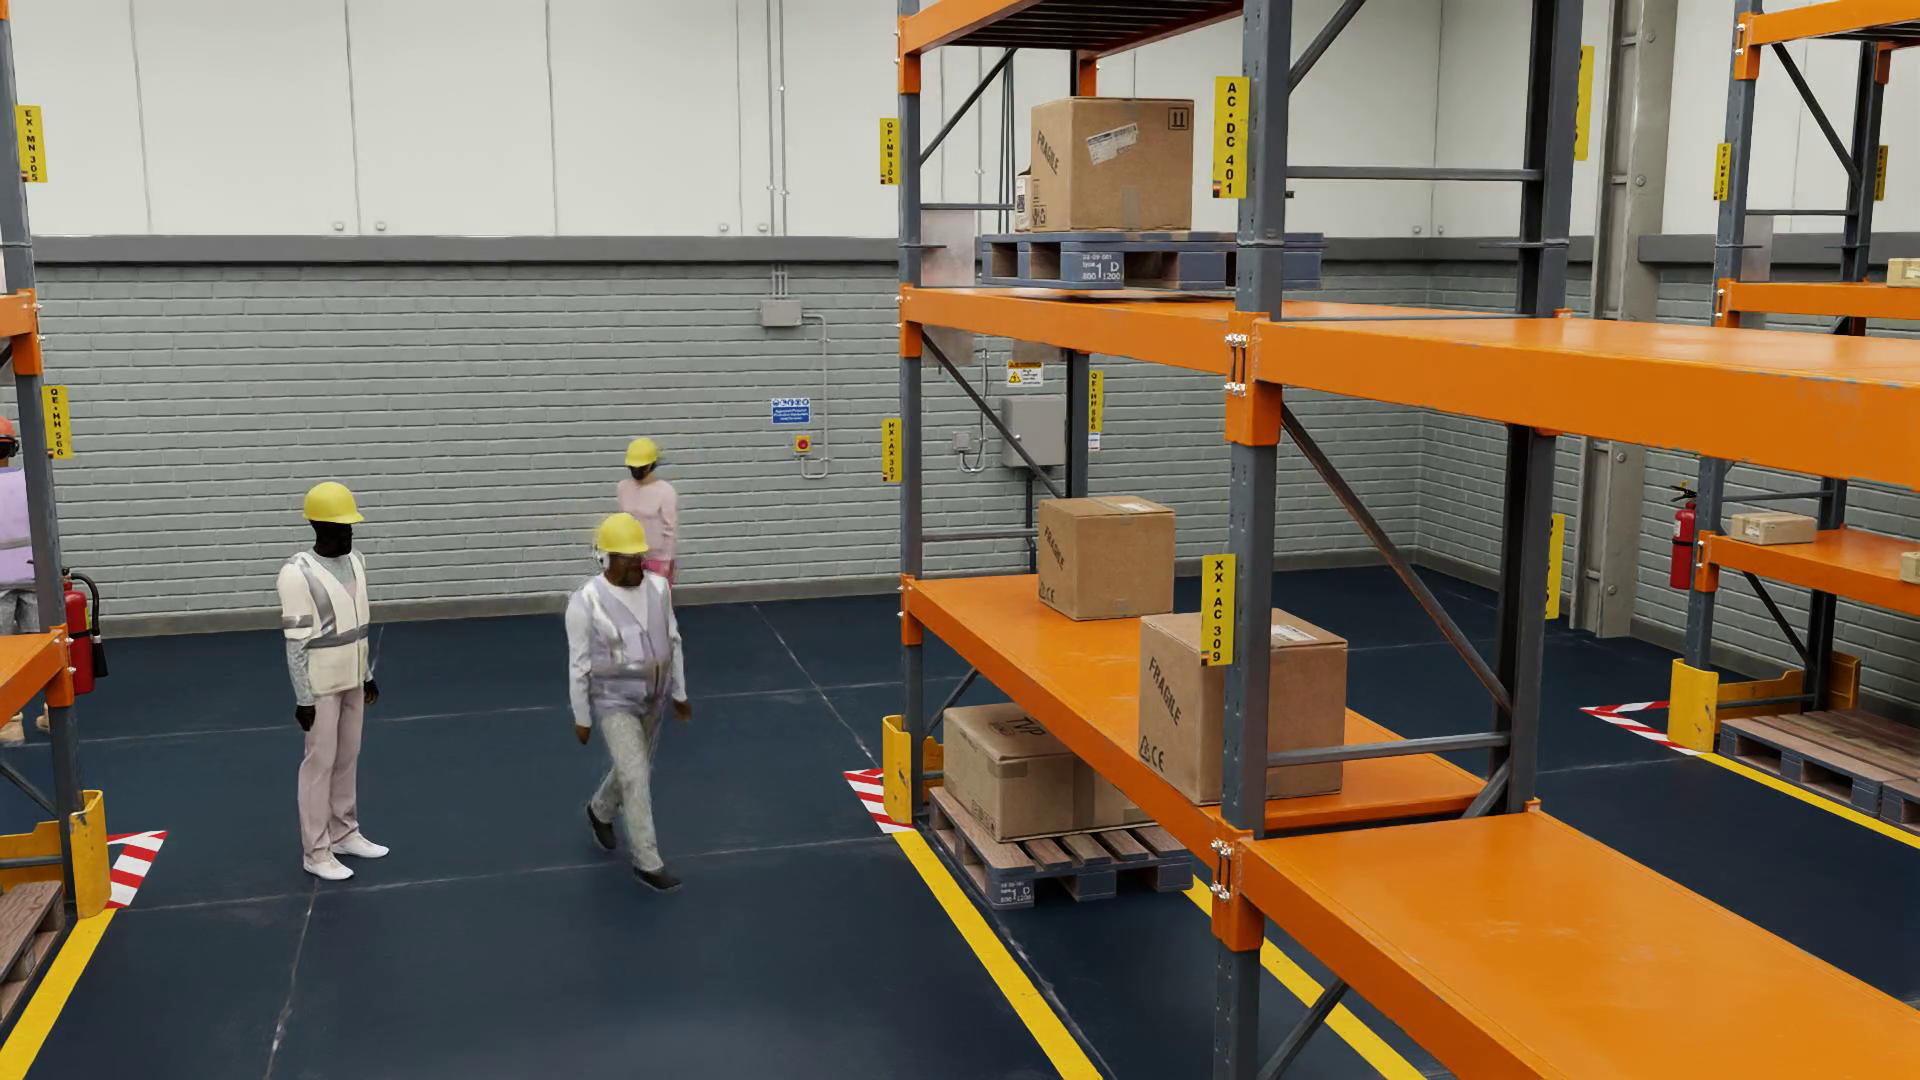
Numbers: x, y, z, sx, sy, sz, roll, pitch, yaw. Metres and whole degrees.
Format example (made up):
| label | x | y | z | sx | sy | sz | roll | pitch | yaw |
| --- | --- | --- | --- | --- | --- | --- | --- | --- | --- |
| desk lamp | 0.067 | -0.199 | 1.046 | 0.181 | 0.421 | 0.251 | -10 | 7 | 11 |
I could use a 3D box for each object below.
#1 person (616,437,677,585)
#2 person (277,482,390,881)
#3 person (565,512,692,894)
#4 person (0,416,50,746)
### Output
| label | x | y | z | sx | sy | sz | roll | pitch | yaw |
| --- | --- | --- | --- | --- | --- | --- | --- | --- | --- |
| person | -2.188 | 0.130 | 11.680 | 0.538 | 1.743 | 0.487 | 4 | 11 | 22 |
| person | -3.022 | 0.670 | 8.077 | 0.384 | 1.925 | 0.593 | 2 | 10 | 13 |
| person | -1.640 | 0.739 | 8.044 | 0.859 | 1.806 | 0.582 | 8 | 13 | 38 |
| person | -5.844 | 0.239 | 10.200 | 0.395 | 2.042 | 0.611 | 7 | 12 | 33 |
